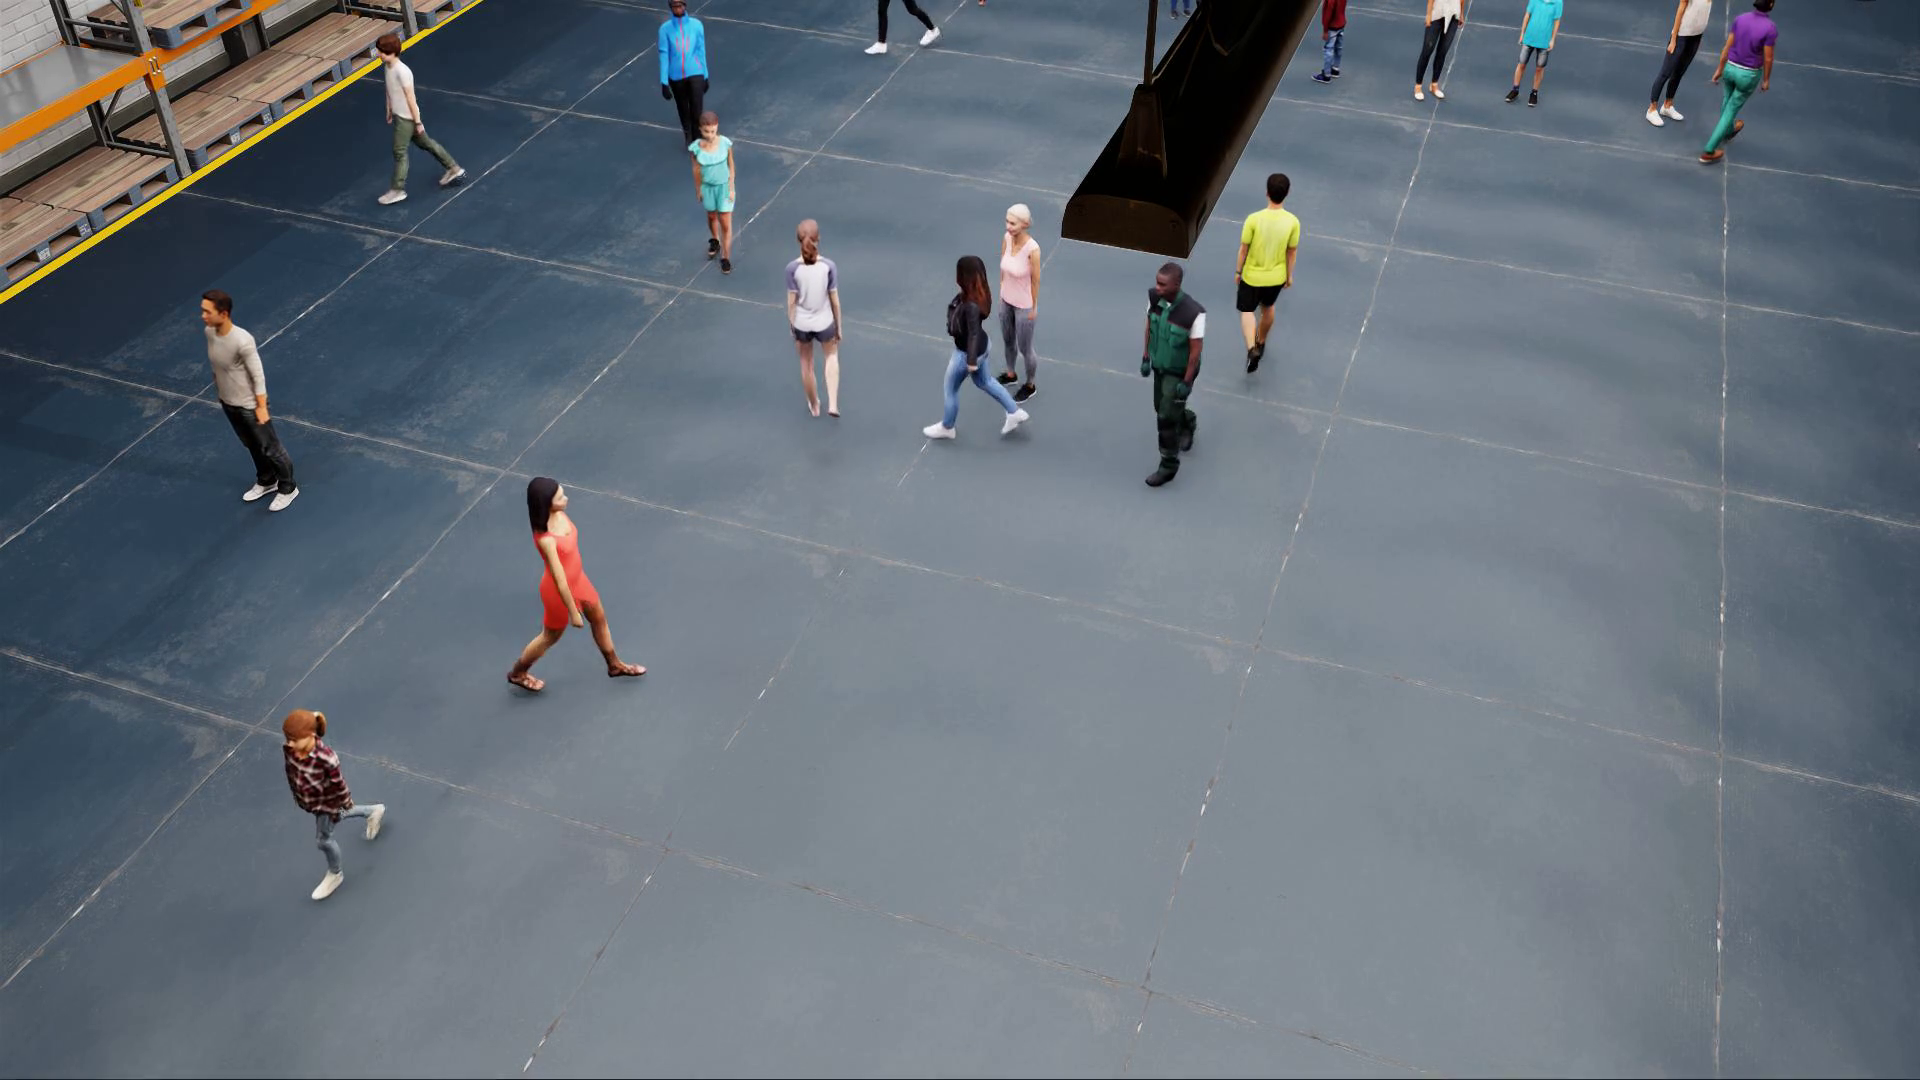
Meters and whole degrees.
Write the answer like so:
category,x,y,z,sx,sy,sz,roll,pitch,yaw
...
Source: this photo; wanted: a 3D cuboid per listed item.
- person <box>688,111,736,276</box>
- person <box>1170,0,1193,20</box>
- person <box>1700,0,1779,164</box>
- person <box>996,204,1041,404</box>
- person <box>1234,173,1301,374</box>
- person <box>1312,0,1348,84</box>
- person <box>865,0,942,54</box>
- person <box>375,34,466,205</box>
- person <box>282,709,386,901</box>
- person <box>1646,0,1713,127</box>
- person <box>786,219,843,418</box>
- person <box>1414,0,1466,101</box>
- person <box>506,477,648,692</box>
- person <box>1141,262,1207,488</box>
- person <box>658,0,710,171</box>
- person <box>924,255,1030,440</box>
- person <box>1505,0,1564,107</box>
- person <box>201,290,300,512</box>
category,x,y,z,sx,sy,sz,roll,pitch,yaw
person,-2.214,-3.233,15.178,0.786,1.507,1.016,1,39,1
person,2.697,-6.858,20.036,0.540,1.109,0.591,-9,40,-11
person,7.814,-4.646,16.767,1.186,1.730,1.039,-24,45,-27
person,0.475,-1.920,13.358,0.653,1.725,0.632,-28,46,-30
person,2.515,-2.163,13.696,0.836,1.684,1.028,0,39,0
person,4.178,-5.736,18.515,0.621,1.252,0.517,29,47,31
person,-0.615,-6.410,18.999,1.175,1.703,1.124,-16,41,-19
person,-5.315,-4.133,16.221,1.197,1.610,1.016,-24,45,-27
person,-3.615,1.414,9.537,0.618,1.284,0.919,20,43,23
person,7.627,-5.289,17.510,0.650,1.809,0.730,-19,42,-22
person,-1.146,-1.647,12.993,0.735,1.755,0.836,-5,39,-6
person,5.229,-5.677,18.016,0.674,1.784,0.681,-6,39,-7
person,-2.615,0.336,10.569,1.011,1.681,1.150,-4,39,-5
person,1.650,-1.329,12.554,1.001,1.806,1.142,32,48,33
person,-2.777,-4.692,16.815,1.024,1.744,1.286,-5,39,-7
person,0.159,-1.469,12.888,0.820,1.607,1.042,5,39,7
person,6.262,-5.451,18.002,0.554,1.448,0.535,21,43,24
person,-5.228,-1.042,12.189,0.701,1.811,0.619,21,43,24
